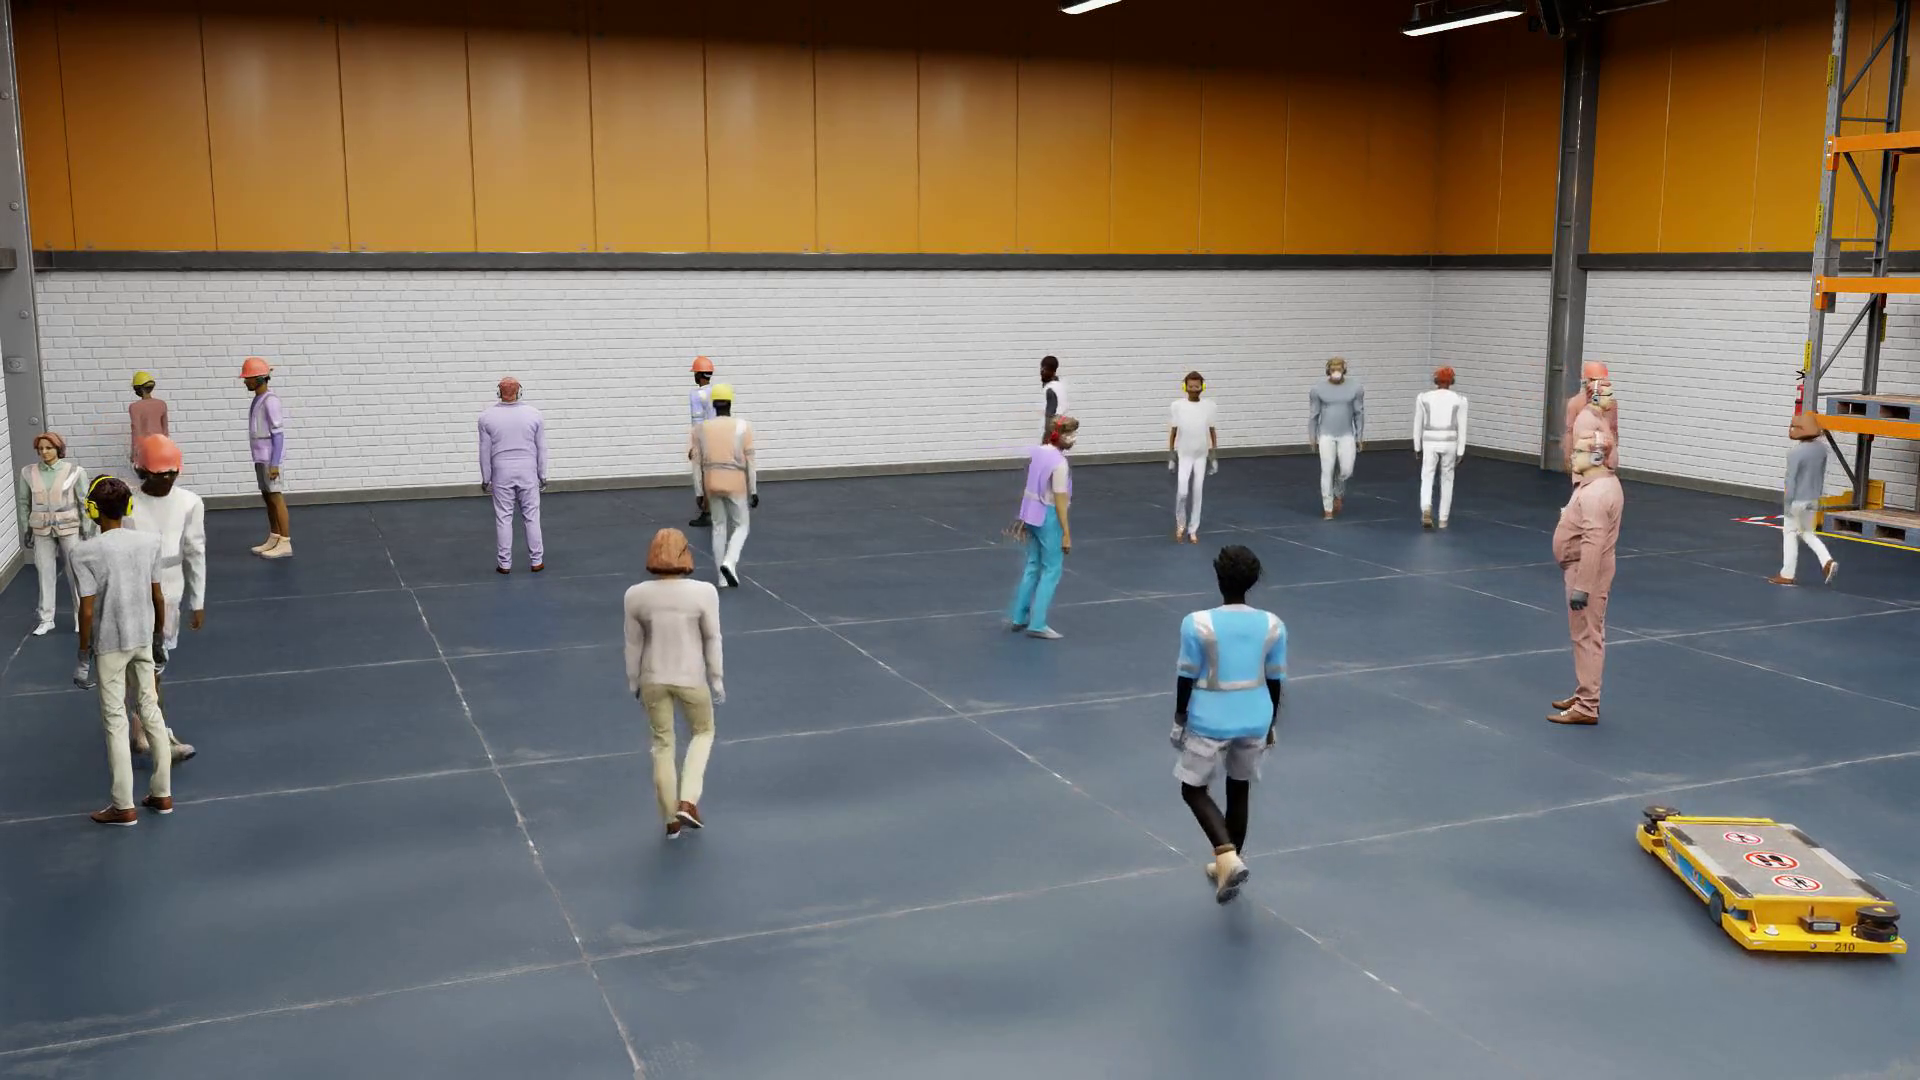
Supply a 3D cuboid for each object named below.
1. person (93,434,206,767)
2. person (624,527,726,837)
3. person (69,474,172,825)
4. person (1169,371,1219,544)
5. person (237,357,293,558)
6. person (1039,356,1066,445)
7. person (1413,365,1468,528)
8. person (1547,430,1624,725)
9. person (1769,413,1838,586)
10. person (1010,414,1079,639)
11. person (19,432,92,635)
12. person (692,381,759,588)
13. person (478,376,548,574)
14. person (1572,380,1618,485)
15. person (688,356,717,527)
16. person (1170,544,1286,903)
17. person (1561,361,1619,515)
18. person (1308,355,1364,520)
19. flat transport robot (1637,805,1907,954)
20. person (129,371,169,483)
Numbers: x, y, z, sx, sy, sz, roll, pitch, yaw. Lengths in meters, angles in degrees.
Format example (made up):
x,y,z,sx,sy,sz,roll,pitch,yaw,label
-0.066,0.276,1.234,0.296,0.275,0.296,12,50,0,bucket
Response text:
x,y,z,sx,sy,sz,roll,pitch,yaw,label
-4.769,0.362,9.873,1.021,1.965,0.680,7,12,38,person
-1.471,0.736,8.626,0.528,1.618,0.341,1,9,3,person
-4.461,0.581,8.839,0.328,1.872,0.512,5,11,30,person
2.497,-0.867,17.689,0.512,1.854,0.495,0,9,0,person
-7.059,-0.831,16.876,0.393,2.039,0.613,-7,12,-37,person
1.142,-1.297,20.203,0.375,1.885,0.658,1,9,5,person
5.366,-1.025,18.621,0.584,1.867,0.703,3,10,18,person
4.049,0.240,10.791,0.409,1.908,0.651,4,10,25,person
7.767,-0.355,15.247,0.515,1.618,0.546,-4,10,-24,person
0.672,-0.107,13.206,0.449,1.804,0.687,-3,10,-18,person
-7.261,-0.055,13.381,0.514,1.642,0.314,-2,10,-11,person
-2.145,-0.487,15.172,0.612,1.913,0.491,1,9,8,person
-4.300,-0.626,16.038,0.638,1.911,0.406,-3,10,-17,person
5.904,-0.536,15.495,0.407,1.910,0.639,4,10,23,person
-2.896,-1.114,18.904,0.358,1.938,0.542,5,11,29,person
1.262,0.859,7.696,0.545,1.682,0.564,-3,10,-15,person
6.650,-0.922,17.636,0.624,1.971,0.720,-3,10,-18,person
4.383,-1.194,19.428,0.651,1.923,0.476,1,9,7,person
3.735,1.556,7.761,0.652,0.197,1.431,1,9,4,flat transport robot
-9.242,-1.034,18.946,0.323,1.765,0.534,3,10,18,person
